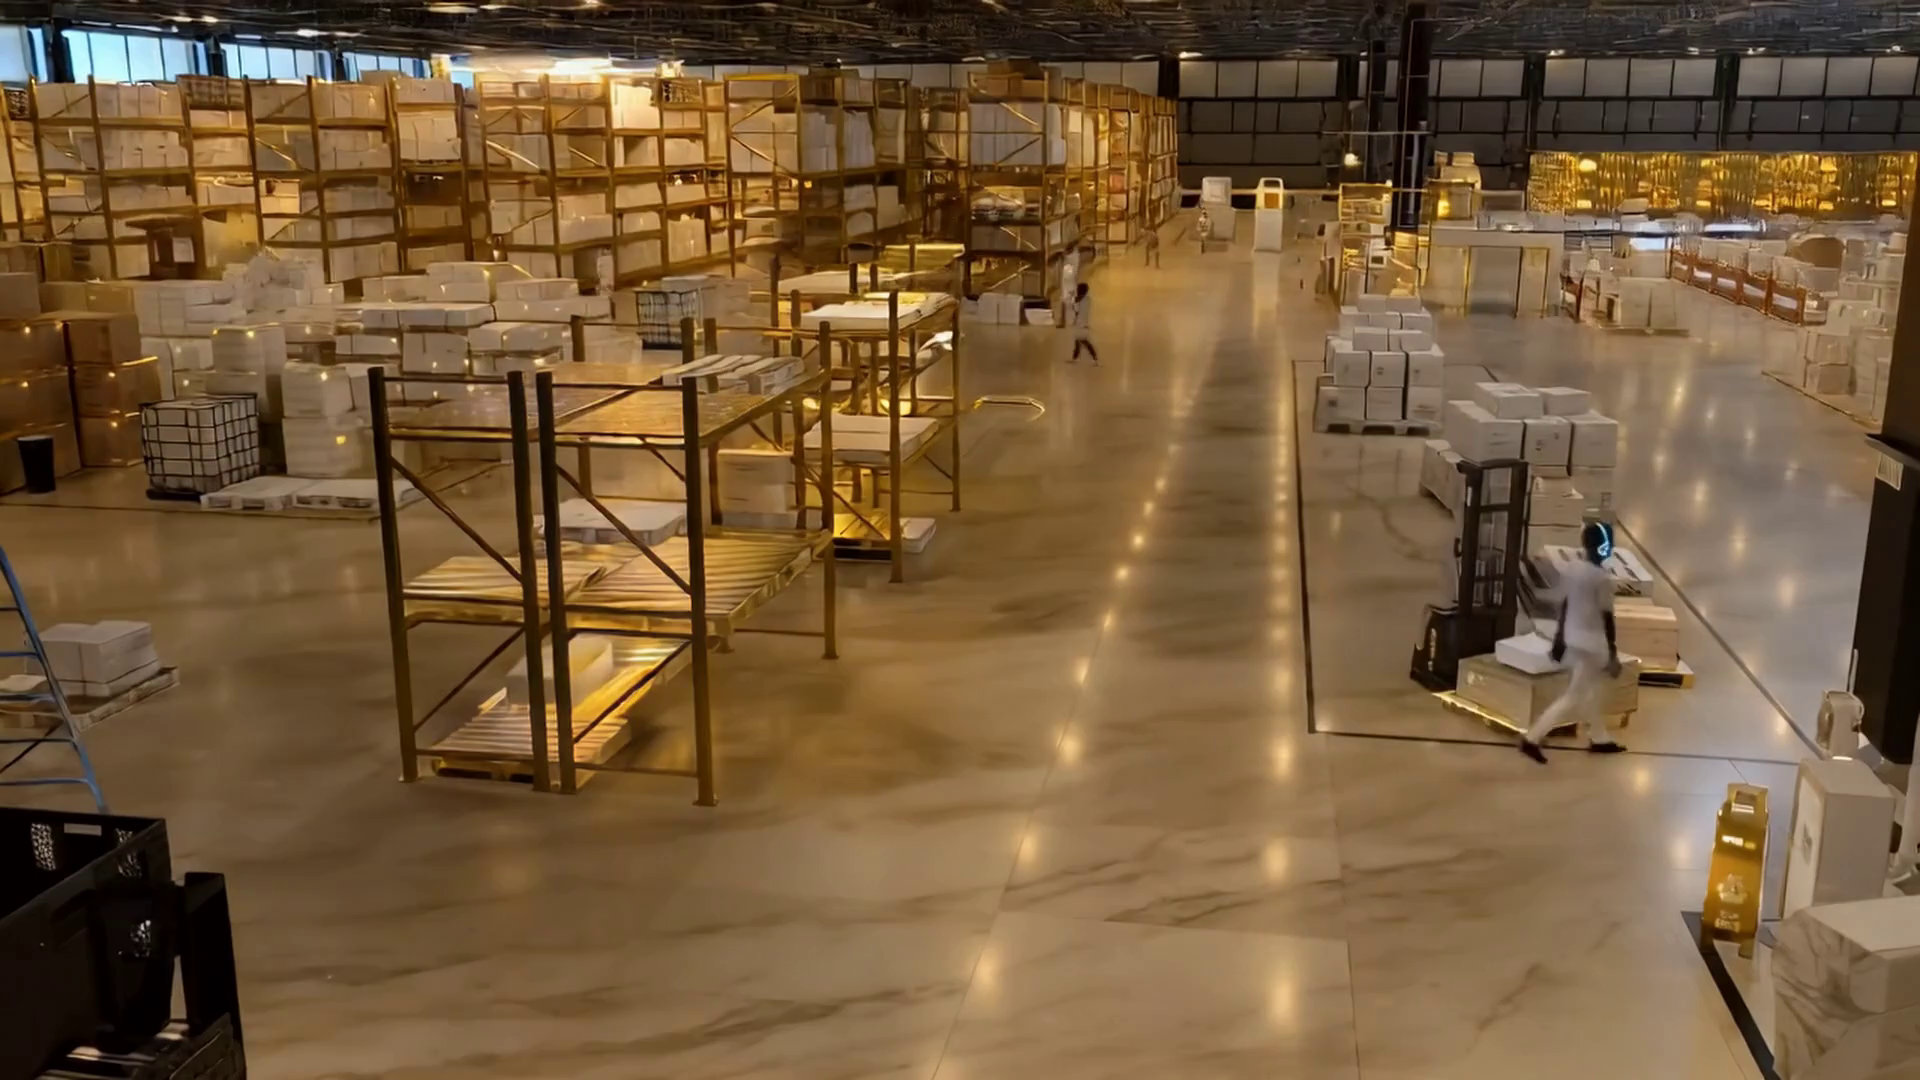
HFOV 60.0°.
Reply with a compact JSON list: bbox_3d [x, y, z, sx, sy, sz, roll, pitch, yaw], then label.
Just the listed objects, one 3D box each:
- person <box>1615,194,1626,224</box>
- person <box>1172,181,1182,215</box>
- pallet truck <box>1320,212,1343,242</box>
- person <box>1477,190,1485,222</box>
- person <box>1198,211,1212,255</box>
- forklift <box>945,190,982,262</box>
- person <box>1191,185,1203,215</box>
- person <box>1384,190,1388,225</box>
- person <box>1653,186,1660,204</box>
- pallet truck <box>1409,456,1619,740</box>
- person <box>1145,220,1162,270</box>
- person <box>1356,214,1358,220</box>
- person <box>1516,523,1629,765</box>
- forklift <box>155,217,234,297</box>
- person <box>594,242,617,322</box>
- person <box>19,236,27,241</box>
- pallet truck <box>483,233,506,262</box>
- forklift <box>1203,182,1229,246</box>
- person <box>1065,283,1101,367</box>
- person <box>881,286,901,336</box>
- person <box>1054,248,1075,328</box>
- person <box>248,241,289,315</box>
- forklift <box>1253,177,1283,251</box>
[{"bbox_3d":[29.268,-14.350,73.544,0.960,1.870,0.635,2,14,7],"label":"person"},{"bbox_3d":[11.960,-18.942,92.165,0.482,1.892,0.622,-10,17,-34],"label":"person"},{"bbox_3d":[15.874,-13.227,70.310,0.680,1.201,1.601,10,17,35],"label":"pallet truck"},{"bbox_3d":[24.933,-15.910,80.016,0.964,1.795,0.567,-1,14,-6],"label":"person"},{"bbox_3d":[9.221,-11.551,62.597,0.537,1.674,0.528,2,14,6],"label":"person"},{"bbox_3d":[0.033,-9.356,51.187,1.129,2.768,1.873,3,14,10],"label":"forklift"},{"bbox_3d":[12.960,-18.365,90.174,0.843,1.714,0.487,13,19,42],"label":"person"},{"bbox_3d":[20.920,-16.288,81.651,0.329,1.751,0.571,7,16,27],"label":"person"},{"bbox_3d":[37.002,-17.951,88.304,0.812,1.808,0.599,0,14,-2],"label":"person"},{"bbox_3d":[4.504,0.400,13.395,0.823,1.965,1.885,-6,15,-23],"label":"pallet truck"},{"bbox_3d":[6.505,-9.931,56.041,0.551,1.652,0.853,-5,15,-19],"label":"person"},{"bbox_3d":[17.864,-14.396,73.904,0.925,1.781,0.617,4,14,16],"label":"person"},{"bbox_3d":[4.580,0.775,12.250,0.973,1.837,0.529,-3,14,-13],"label":"person"},{"bbox_3d":[-16.458,-5.471,35.416,1.129,2.768,1.873,3,14,10],"label":"forklift"},{"bbox_3d":[-8.745,-6.298,40.683,0.795,1.939,0.602,9,17,33],"label":"person"},{"bbox_3d":[-27.428,-8.129,48.835,0.538,1.587,0.872,-8,16,-29],"label":"person"},{"bbox_3d":[-11.832,-7.026,43.548,1.885,1.965,0.823,8,16,28],"label":"pallet truck"},{"bbox_3d":[10.416,-13.418,67.680,1.129,2.768,1.873,3,14,10],"label":"forklift"},{"bbox_3d":[2.483,-4.286,33.101,0.830,1.666,0.527,7,16,28],"label":"person"},{"bbox_3d":[-1.456,-4.759,34.540,0.449,1.907,0.595,-13,19,-43],"label":"person"},{"bbox_3d":[2.650,-5.973,39.512,0.807,1.892,0.607,-4,14,-16],"label":"person"},{"bbox_3d":[-17.737,-6.667,42.367,0.959,1.869,0.655,1,14,4],"label":"person"},{"bbox_3d":[12.083,-12.747,64.956,1.129,2.768,1.873,3,14,10],"label":"forklift"}]
